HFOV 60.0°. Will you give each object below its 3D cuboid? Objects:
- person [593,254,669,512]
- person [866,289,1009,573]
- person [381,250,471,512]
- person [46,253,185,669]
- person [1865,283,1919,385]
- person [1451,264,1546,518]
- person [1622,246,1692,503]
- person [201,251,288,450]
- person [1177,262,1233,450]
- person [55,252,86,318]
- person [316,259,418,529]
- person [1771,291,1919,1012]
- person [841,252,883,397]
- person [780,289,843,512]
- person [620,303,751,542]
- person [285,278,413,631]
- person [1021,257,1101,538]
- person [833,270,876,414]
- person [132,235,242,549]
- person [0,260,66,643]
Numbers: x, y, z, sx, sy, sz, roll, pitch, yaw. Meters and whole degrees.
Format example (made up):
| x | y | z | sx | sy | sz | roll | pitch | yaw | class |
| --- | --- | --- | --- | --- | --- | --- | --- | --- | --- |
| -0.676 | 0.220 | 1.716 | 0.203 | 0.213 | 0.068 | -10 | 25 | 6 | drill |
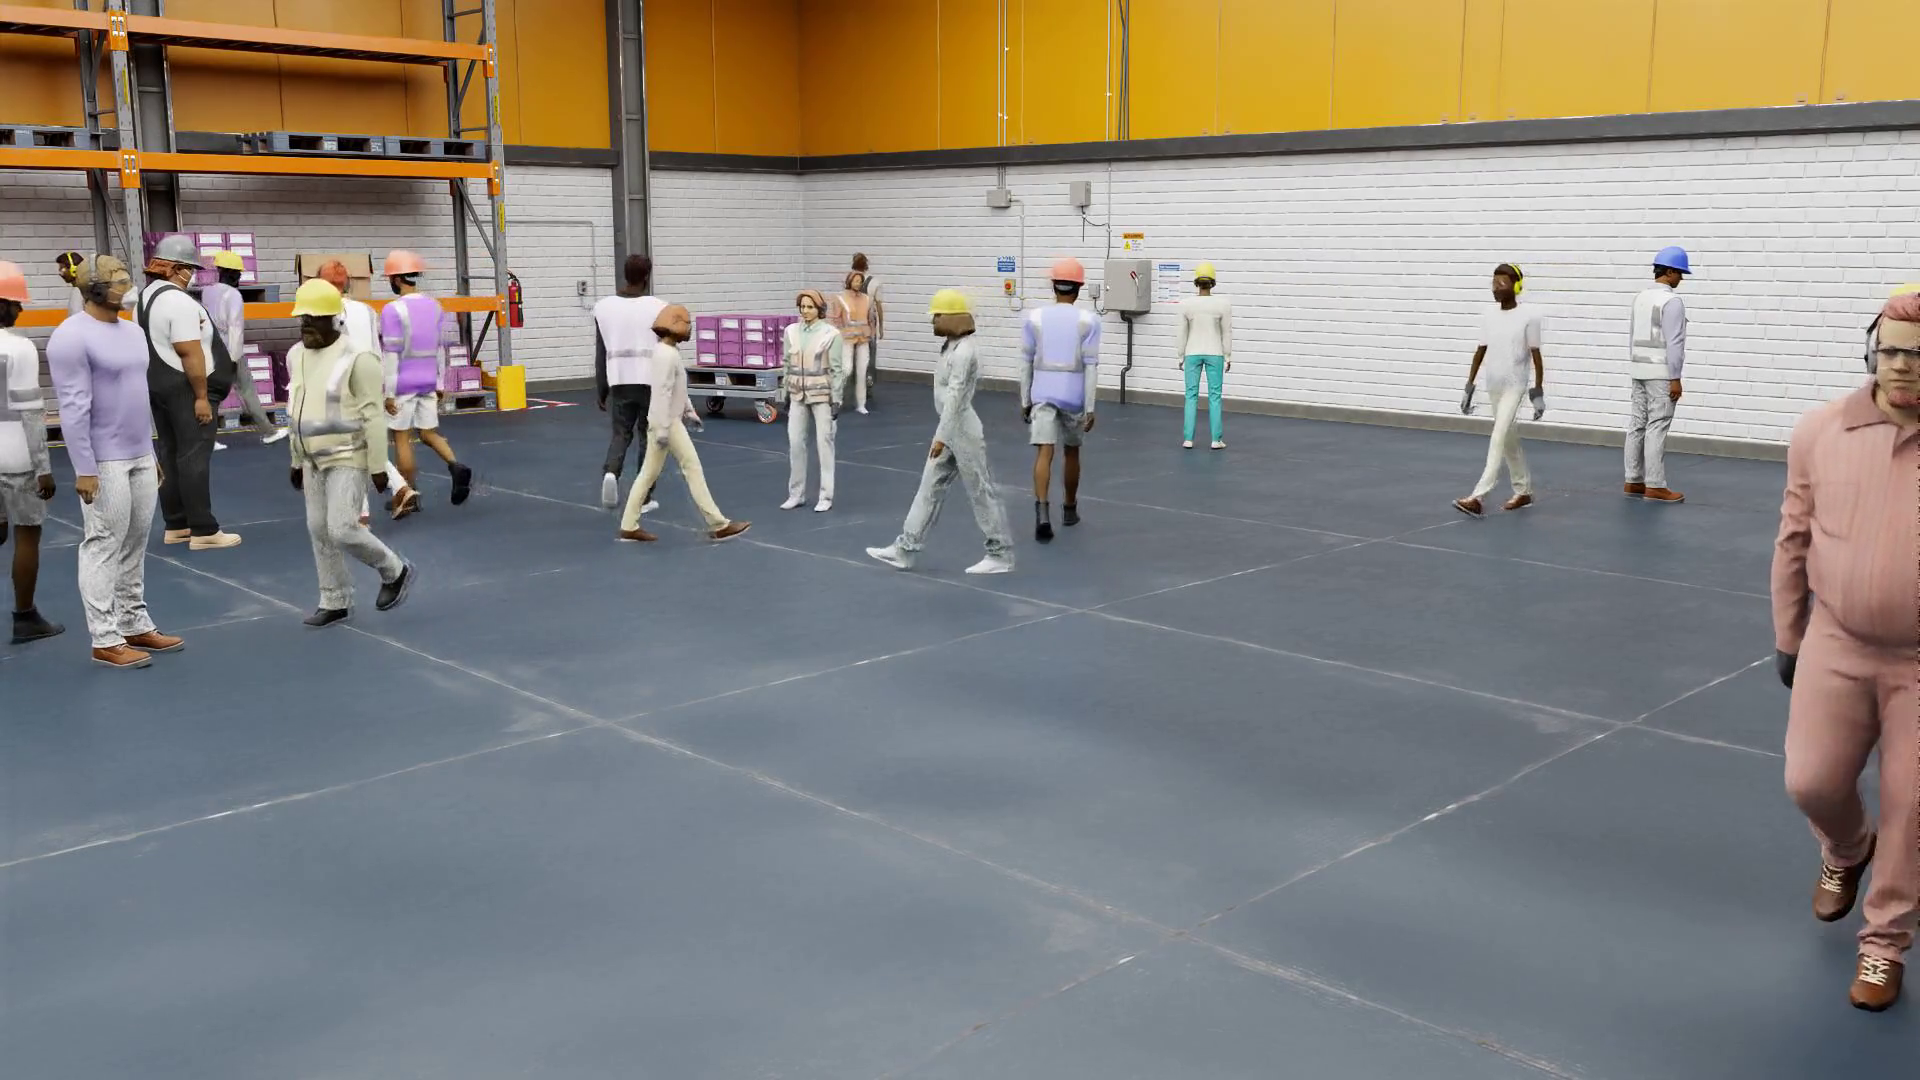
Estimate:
| x | y | z | sx | sy | sz | roll | pitch | yaw | class |
| --- | --- | --- | --- | --- | --- | --- | --- | --- | --- |
| -2.362 | -1.105 | 11.992 | 0.594 | 1.893 | 0.617 | 1 | 10 | 7 | person |
| -0.111 | -0.624 | 9.881 | 0.876 | 1.703 | 0.493 | -3 | 11 | -14 | person |
| -3.914 | -1.140 | 12.073 | 0.696 | 1.917 | 0.563 | 6 | 12 | 28 | person |
| -3.982 | -0.372 | 7.850 | 0.364 | 1.939 | 0.636 | 1 | 10 | 3 | person |
| 5.354 | -0.577 | 9.474 | 0.362 | 1.753 | 0.519 | -3 | 11 | -14 | person |
| 3.908 | -1.078 | 12.037 | 0.994 | 1.814 | 0.554 | -6 | 12 | -31 | person |
| 5.323 | -1.258 | 12.684 | 0.401 | 1.938 | 0.603 | -1 | 10 | -8 | person |
| -6.917 | -1.799 | 15.826 | 0.588 | 1.874 | 0.958 | 6 | 12 | 30 | person |
| 2.313 | -1.735 | 15.745 | 0.524 | 1.772 | 0.300 | 3 | 11 | 14 | person |
| -8.235 | -1.762 | 15.644 | 0.334 | 1.863 | 0.514 | -9 | 14 | -40 | person |
| -4.129 | -0.983 | 11.394 | 0.556 | 1.864 | 0.614 | 3 | 11 | 16 | person |
| 2.514 | 0.277 | 4.462 | 0.641 | 1.885 | 0.550 | 8 | 13 | 39 | person |
| -1.218 | -2.684 | 20.805 | 0.522 | 1.823 | 0.846 | -1 | 10 | -5 | person |
| -1.078 | -1.018 | 12.220 | 0.527 | 1.634 | 0.321 | 6 | 12 | 28 | person |
| -1.863 | -0.762 | 10.961 | 0.858 | 1.580 | 0.489 | -3 | 11 | -16 | person |
| -3.175 | -0.433 | 8.548 | 0.596 | 1.810 | 0.524 | 7 | 12 | 32 | person |
| 0.666 | -0.966 | 11.283 | 0.558 | 1.897 | 0.994 | 2 | 11 | 12 | person |
| -1.210 | -2.256 | 18.972 | 0.525 | 1.628 | 0.441 | -5 | 12 | -26 | person |
| -5.015 | -0.968 | 10.824 | 0.679 | 2.000 | 0.537 | 9 | 14 | 40 | person |
| -4.713 | -0.389 | 8.058 | 0.560 | 1.905 | 0.670 | 3 | 11 | 14 | person |
